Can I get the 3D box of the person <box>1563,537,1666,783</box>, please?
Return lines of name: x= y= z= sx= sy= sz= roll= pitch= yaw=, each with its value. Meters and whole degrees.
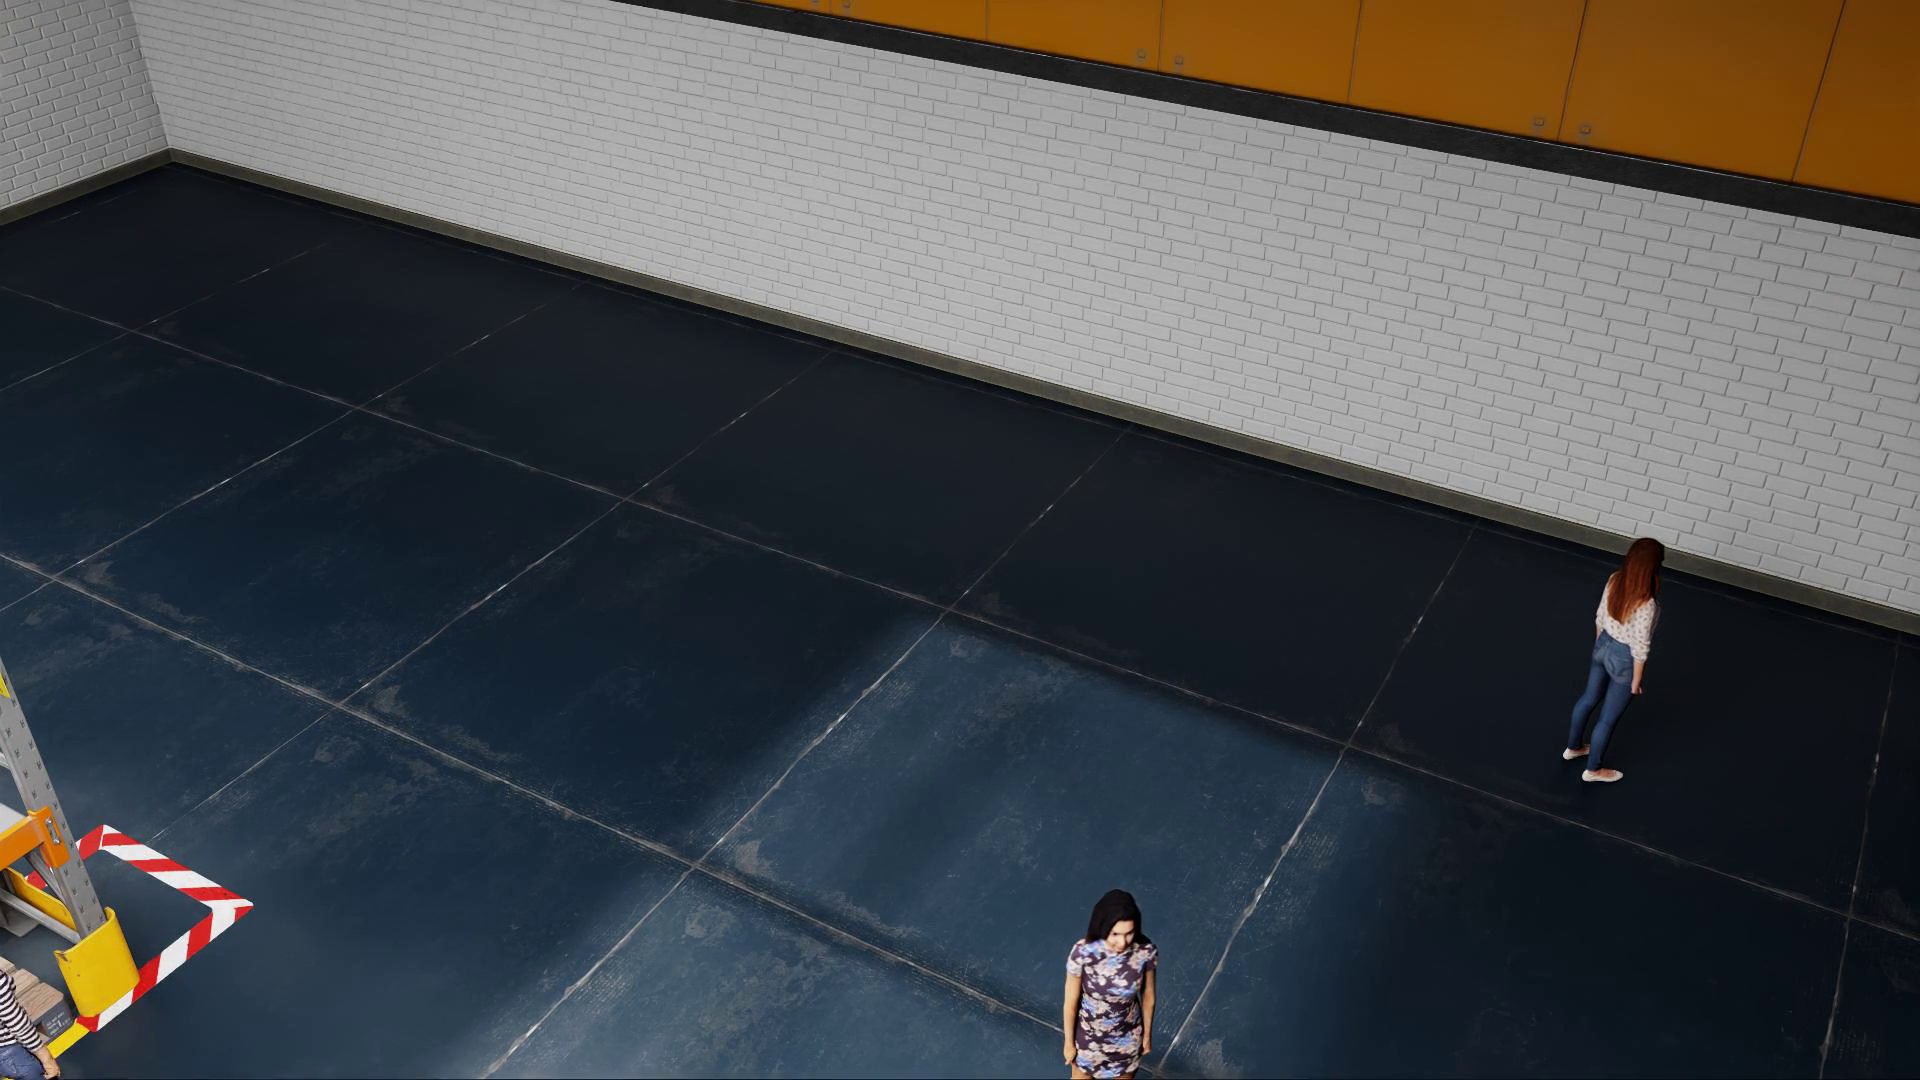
person: x=4.017 y=0.717 z=10.172 sx=0.700 sy=1.728 sz=0.640 roll=-8 pitch=35 yaw=-12

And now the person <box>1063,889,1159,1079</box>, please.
person: x=0.690 y=2.290 z=7.803 sx=0.649 sy=1.732 sz=0.688 roll=-5 pitch=34 yaw=-8
